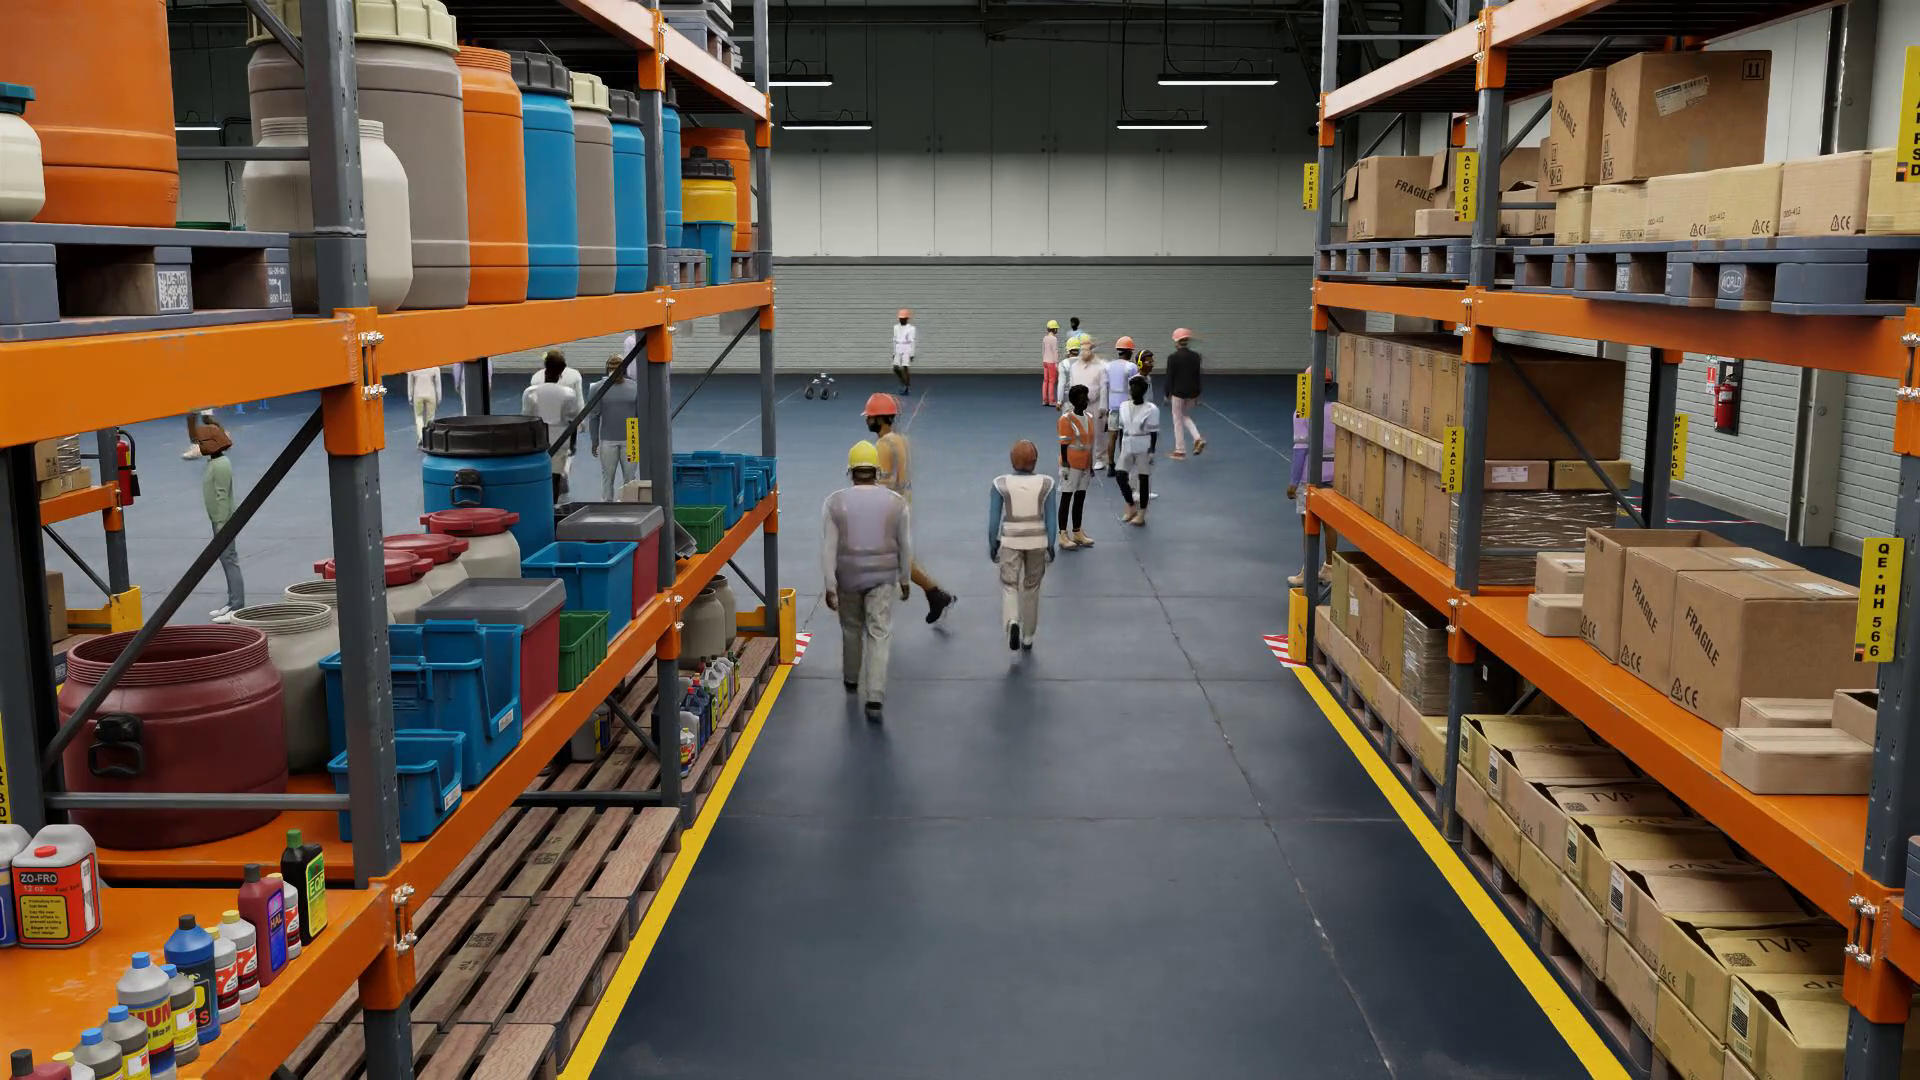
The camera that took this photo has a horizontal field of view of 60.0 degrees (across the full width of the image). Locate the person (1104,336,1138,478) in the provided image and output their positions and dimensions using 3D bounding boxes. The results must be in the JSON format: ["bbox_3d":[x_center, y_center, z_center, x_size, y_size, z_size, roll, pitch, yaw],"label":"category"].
[{"bbox_3d":[2.251,-1.839,22.974,0.550,1.933,0.373,8,13,41],"label":"person"}]

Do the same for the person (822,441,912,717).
[{"bbox_3d":[-0.616,0.234,11.030,0.607,1.778,0.952,-1,10,-8],"label":"person"}]

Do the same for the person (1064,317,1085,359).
[{"bbox_3d":[2.670,-4.365,38.846,0.368,1.680,0.542,-9,13,-42],"label":"person"}]

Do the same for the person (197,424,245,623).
[{"bbox_3d":[-6.107,-0.143,13.741,0.270,1.627,0.497,-6,11,-30],"label":"person"}]

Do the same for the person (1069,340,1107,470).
[{"bbox_3d":[1.802,-1.888,23.512,0.640,1.855,0.999,4,10,25],"label":"person"}]

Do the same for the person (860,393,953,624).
[{"bbox_3d":[-0.522,-0.249,13.571,0.913,1.907,0.550,1,10,8],"label":"person"}]

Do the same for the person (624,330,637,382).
[{"bbox_3d":[-5.992,-3.203,31.279,0.662,1.885,0.589,-5,11,-28],"label":"person"}]

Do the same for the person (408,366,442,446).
[{"bbox_3d":[-8.516,-2.268,26.486,0.524,1.619,0.341,-3,10,-16],"label":"person"}]

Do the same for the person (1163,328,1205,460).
[{"bbox_3d":[3.362,-2.196,25.020,0.612,1.973,0.517,-7,12,-35],"label":"person"}]

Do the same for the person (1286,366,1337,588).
[{"bbox_3d":[3.227,-0.583,15.129,0.605,2.044,0.375,-6,11,-31],"label":"person"}]

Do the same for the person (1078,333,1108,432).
[{"bbox_3d":[2.215,-2.674,28.559,0.531,1.745,0.684,-9,13,-43],"label":"person"}]

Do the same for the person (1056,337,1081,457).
[{"bbox_3d":[1.702,-2.118,24.945,0.586,1.835,0.403,-5,11,-26],"label":"person"}]

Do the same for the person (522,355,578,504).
[{"bbox_3d":[-4.557,-1.086,18.490,0.640,1.927,0.655,-2,10,-11],"label":"person"}]

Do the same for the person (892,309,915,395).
[{"bbox_3d":[-1.276,-4.203,37.178,0.565,1.918,0.402,6,11,30],"label":"person"}]

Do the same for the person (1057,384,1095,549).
[{"bbox_3d":[1.215,-0.769,17.279,0.322,1.697,0.534,9,13,43],"label":"person"}]

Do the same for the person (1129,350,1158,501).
[{"bbox_3d":[2.289,-1.435,20.752,0.321,1.871,0.532,5,11,28],"label":"person"}]

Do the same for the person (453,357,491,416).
[{"bbox_3d":[-8.155,-2.626,27.826,0.645,1.932,0.475,-5,11,-30],"label":"person"}]

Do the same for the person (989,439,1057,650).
[{"bbox_3d":[0.480,0.052,12.588,0.520,1.623,0.608,0,9,-1],"label":"person"}]

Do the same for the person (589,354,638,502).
[{"bbox_3d":[-3.801,-1.096,18.519,0.635,1.936,0.354,-3,10,-17],"label":"person"}]

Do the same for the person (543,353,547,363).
[{"bbox_3d":[-5.707,-1.768,23.138,0.530,1.744,0.680,6,11,31],"label":"person"}]

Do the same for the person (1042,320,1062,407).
[{"bbox_3d":[1.883,-3.626,34.186,0.316,1.769,0.523,-5,11,-27],"label":"person"}]

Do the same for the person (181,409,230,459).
[{"bbox_3d":[-11.510,-2.257,25.242,0.622,2.019,0.792,3,10,20],"label":"person"}]

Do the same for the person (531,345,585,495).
[{"bbox_3d":[-5.081,-1.503,21.016,0.640,1.918,0.669,-1,9,-4],"label":"person"}]

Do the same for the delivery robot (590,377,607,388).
[{"bbox_3d":[-7.499,-3.206,35.138,0.707,0.478,0.477,9,13,43],"label":"delivery robot"}]

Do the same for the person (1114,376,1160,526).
[{"bbox_3d":[1.977,-0.998,18.667,0.553,1.680,0.402,7,12,36],"label":"person"}]

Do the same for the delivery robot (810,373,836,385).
[{"bbox_3d":[-2.983,-3.517,36.224,0.335,0.223,0.698,6,11,33],"label":"delivery robot"}]
